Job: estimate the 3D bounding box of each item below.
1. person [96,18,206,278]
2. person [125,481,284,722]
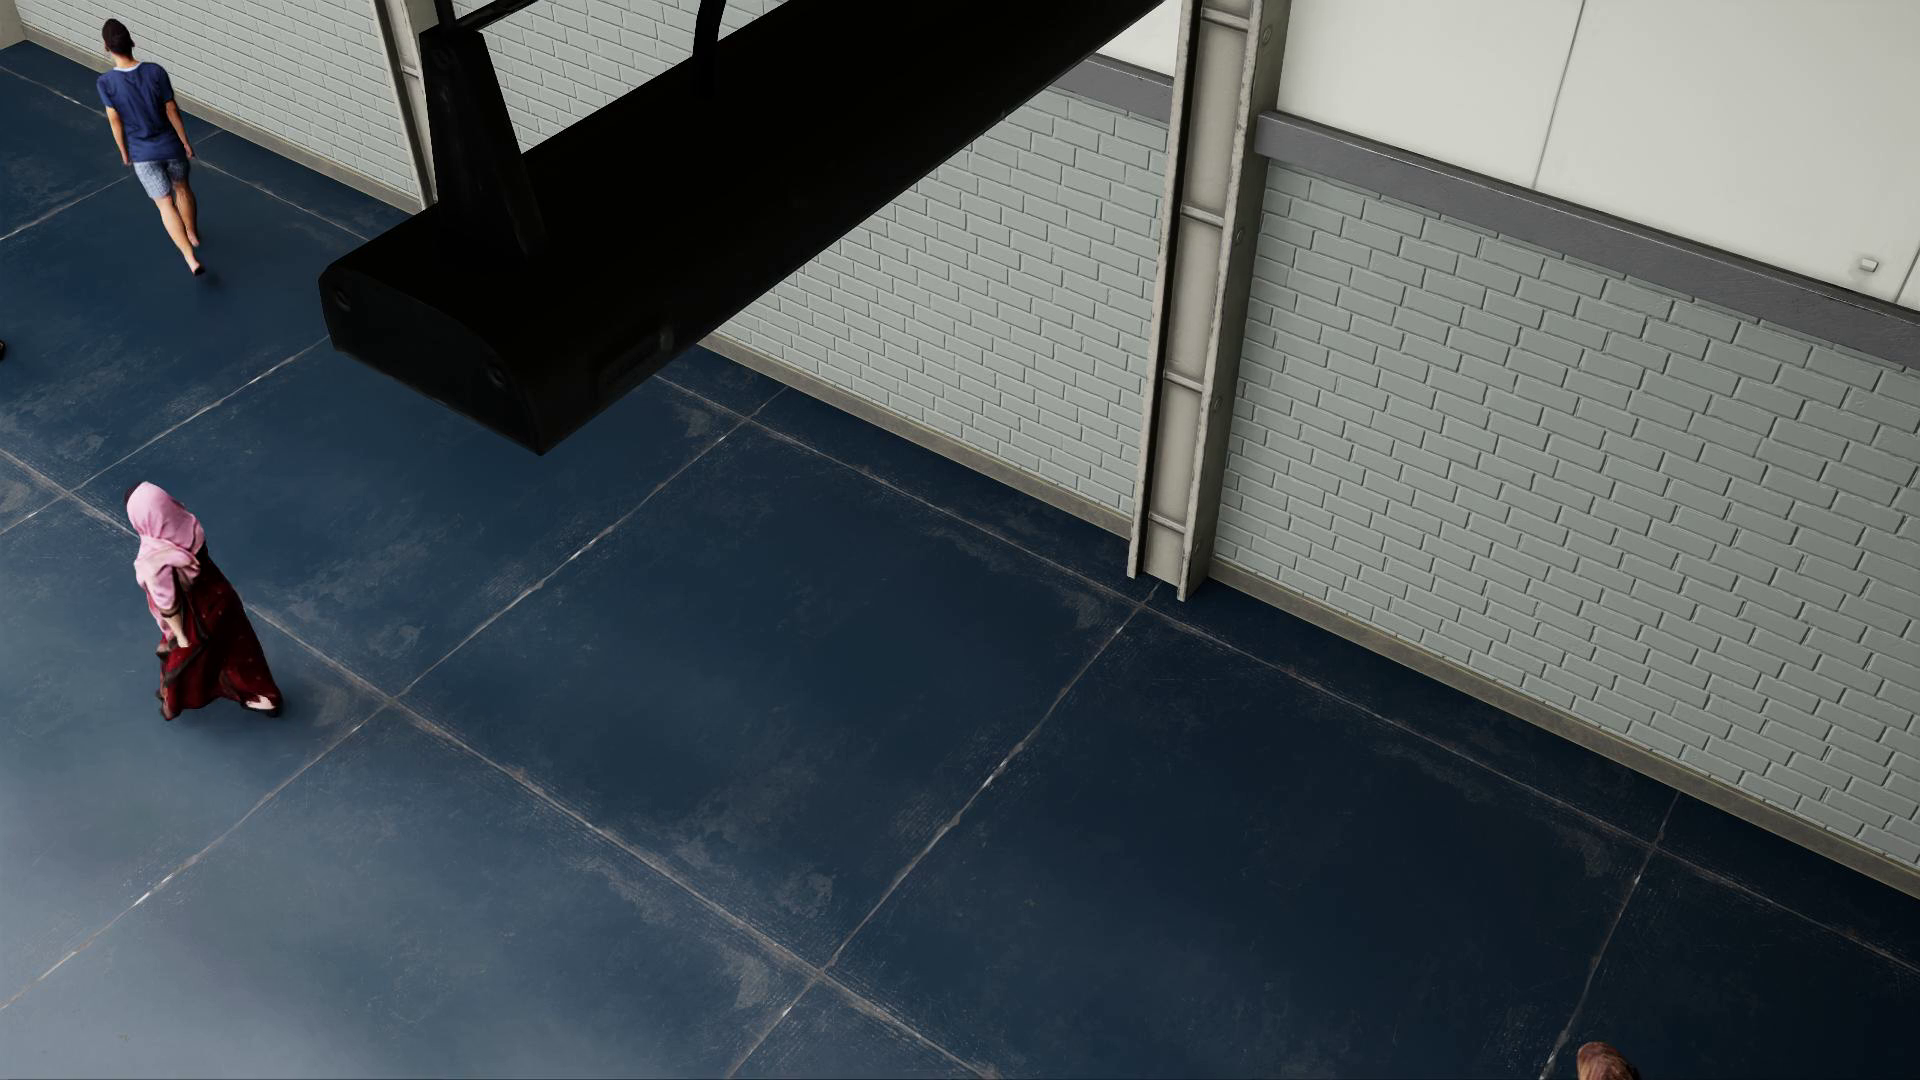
[{"bbox_3d":[-5.604,-2.699,11.636,0.918,1.819,1.206,-23,48,-23],"label":"person"},{"bbox_3d":[-3.832,0.361,8.509,1.011,1.614,0.820,10,44,11],"label":"person"}]
